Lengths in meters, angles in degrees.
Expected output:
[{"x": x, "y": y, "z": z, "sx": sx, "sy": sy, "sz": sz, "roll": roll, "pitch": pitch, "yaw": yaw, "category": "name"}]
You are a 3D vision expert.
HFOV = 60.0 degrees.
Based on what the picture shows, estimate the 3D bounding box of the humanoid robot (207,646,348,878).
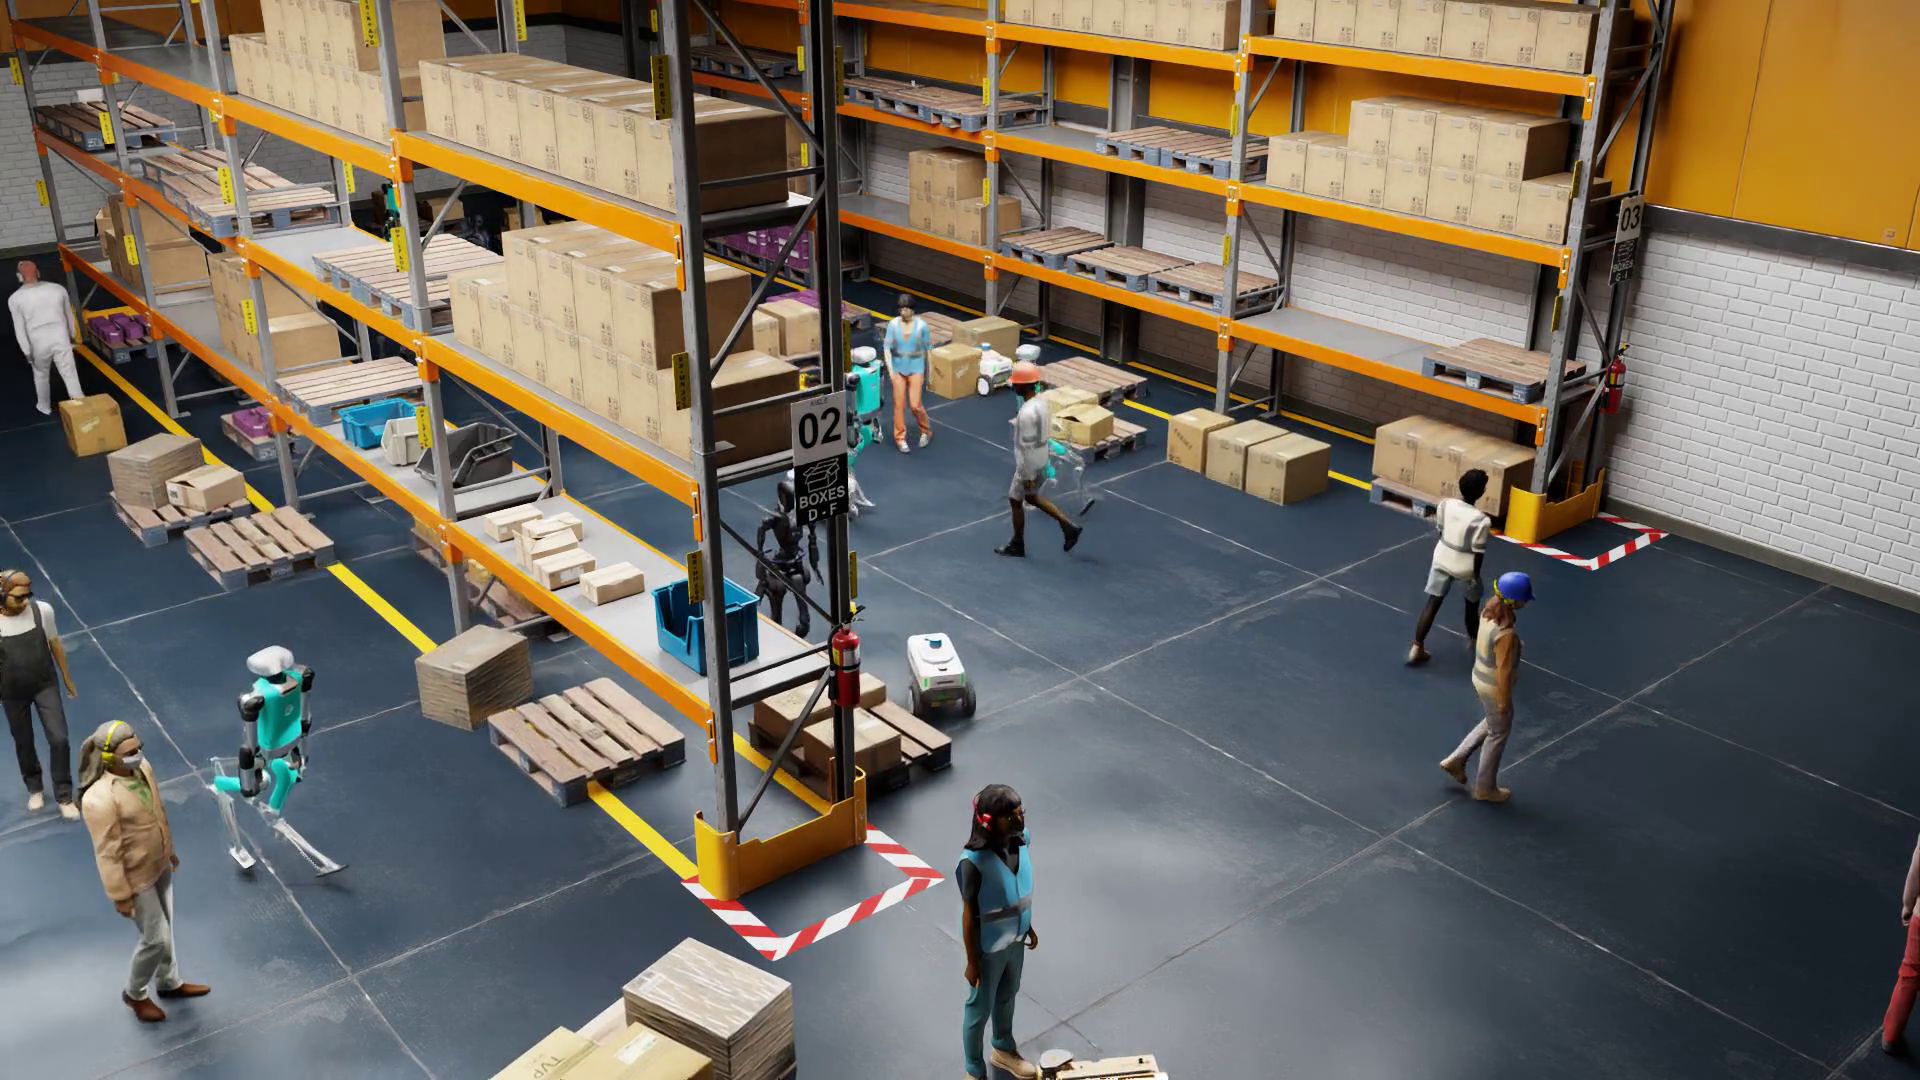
[{"x": -4.476, "y": 1.425, "z": 10.556, "sx": 1.097, "sy": 1.718, "sz": 0.530, "roll": 11, "pitch": 26, "yaw": 23, "category": "humanoid robot"}]

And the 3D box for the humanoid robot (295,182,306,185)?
[{"x": -9.294, "y": -4.163, "z": 23.498, "sx": 0.548, "sy": 1.831, "sz": 0.758, "roll": -20, "pitch": 31, "yaw": -39, "category": "humanoid robot"}]

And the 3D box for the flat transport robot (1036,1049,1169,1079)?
[{"x": 0.837, "y": 3.117, "z": 8.426, "sx": 0.659, "sy": 0.231, "sz": 1.431, "roll": -3, "pitch": 24, "yaw": -7, "category": "flat transport robot"}]

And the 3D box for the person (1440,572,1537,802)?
[{"x": 3.681, "y": 0.998, "z": 11.444, "sx": 0.421, "sy": 1.752, "sz": 0.503, "roll": -1, "pitch": 23, "yaw": -2, "category": "person"}]

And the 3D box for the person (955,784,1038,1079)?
[{"x": 0.194, "y": 2.110, "z": 8.744, "sx": 0.391, "sy": 1.866, "sz": 0.519, "roll": 19, "pitch": 30, "yaw": 37, "category": "person"}]

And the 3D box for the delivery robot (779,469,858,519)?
[{"x": -1.383, "y": -0.485, "z": 16.428, "sx": 0.816, "sy": 0.612, "sz": 0.499, "roll": 19, "pitch": 30, "yaw": 37, "category": "delivery robot"}]

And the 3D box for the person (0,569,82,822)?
[{"x": -6.272, "y": 1.068, "z": 11.219, "sx": 0.577, "sy": 1.806, "sz": 0.765, "roll": -16, "pitch": 28, "yaw": -33, "category": "person"}]

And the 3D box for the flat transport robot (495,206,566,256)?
[{"x": -6.504, "y": -4.399, "z": 25.829, "sx": 0.659, "sy": 0.231, "sz": 1.431, "roll": -10, "pitch": 25, "yaw": -21, "category": "flat transport robot"}]

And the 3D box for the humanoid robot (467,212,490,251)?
[{"x": -6.307, "y": -3.522, "z": 22.052, "sx": 0.685, "sy": 1.639, "sz": 0.600, "roll": 5, "pitch": 24, "yaw": 12, "category": "humanoid robot"}]

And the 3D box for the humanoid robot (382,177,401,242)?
[{"x": -8.202, "y": -4.397, "z": 23.926, "sx": 0.539, "sy": 1.734, "sz": 0.763, "roll": 14, "pitch": 27, "yaw": 29, "category": "humanoid robot"}]

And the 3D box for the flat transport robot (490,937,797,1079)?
[{"x": -1.623, "y": 3.071, "z": 8.533, "sx": 1.431, "sy": 0.231, "sz": 0.659, "roll": 15, "pitch": 27, "yaw": 30, "category": "flat transport robot"}]

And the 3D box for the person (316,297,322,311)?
[{"x": -8.260, "y": -3.006, "z": 20.770, "sx": 0.568, "sy": 1.721, "sz": 0.827, "roll": -17, "pitch": 29, "yaw": -35, "category": "person"}]

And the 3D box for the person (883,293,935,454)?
[{"x": -0.580, "y": -1.788, "z": 17.950, "sx": 0.512, "sy": 1.733, "sz": 0.514, "roll": 7, "pitch": 24, "yaw": 16, "category": "person"}]

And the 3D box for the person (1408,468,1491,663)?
[{"x": 4.014, "y": 0.205, "z": 13.428, "sx": 0.875, "sy": 1.650, "sz": 0.532, "roll": -17, "pitch": 29, "yaw": -35, "category": "person"}]

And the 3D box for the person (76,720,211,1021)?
[{"x": -4.620, "y": 1.849, "z": 9.352, "sx": 0.426, "sy": 1.867, "sz": 0.566, "roll": 0, "pitch": 23, "yaw": 1, "category": "person"}]

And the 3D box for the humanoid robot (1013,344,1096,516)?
[{"x": 0.981, "y": -1.018, "z": 16.196, "sx": 0.986, "sy": 1.764, "sz": 0.561, "roll": 6, "pitch": 24, "yaw": 14, "category": "humanoid robot"}]

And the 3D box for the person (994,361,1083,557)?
[{"x": 0.721, "y": -0.712, "z": 15.234, "sx": 0.745, "sy": 1.912, "sz": 0.559, "roll": 7, "pitch": 24, "yaw": 16, "category": "person"}]

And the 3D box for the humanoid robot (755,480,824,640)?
[{"x": -1.380, "y": 0.251, "z": 13.294, "sx": 0.614, "sy": 1.630, "sz": 0.438, "roll": -17, "pitch": 28, "yaw": -34, "category": "humanoid robot"}]

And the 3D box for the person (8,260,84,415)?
[{"x": -10.338, "y": -2.252, "z": 18.863, "sx": 0.652, "sy": 1.855, "sz": 1.003, "roll": -19, "pitch": 30, "yaw": -37, "category": "person"}]

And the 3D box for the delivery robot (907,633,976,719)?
[{"x": -0.183, "y": 1.039, "z": 12.901, "sx": 0.499, "sy": 0.614, "sz": 0.815, "roll": -5, "pitch": 24, "yaw": -11, "category": "delivery robot"}]

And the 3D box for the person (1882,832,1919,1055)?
[{"x": 5.370, "y": 2.064, "z": 9.001, "sx": 0.369, "sy": 1.752, "sz": 0.516, "roll": -19, "pitch": 30, "yaw": -37, "category": "person"}]

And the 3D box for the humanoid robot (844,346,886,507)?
[{"x": -1.082, "y": -1.001, "z": 16.261, "sx": 0.714, "sy": 1.912, "sz": 0.569, "roll": 16, "pitch": 28, "yaw": 32, "category": "humanoid robot"}]

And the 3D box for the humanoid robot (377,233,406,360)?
[{"x": -7.201, "y": -3.023, "z": 20.874, "sx": 0.608, "sy": 1.643, "sz": 0.394, "roll": -12, "pitch": 26, "yaw": -25, "category": "humanoid robot"}]

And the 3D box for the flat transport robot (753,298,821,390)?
[{"x": -2.356, "y": -2.010, "z": 20.297, "sx": 0.659, "sy": 0.231, "sz": 1.431, "roll": -16, "pitch": 28, "yaw": -33, "category": "flat transport robot"}]

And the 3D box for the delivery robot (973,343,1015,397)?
[{"x": 0.319, "y": -2.080, "z": 20.078, "sx": 0.499, "sy": 0.578, "sz": 0.764, "roll": -18, "pitch": 29, "yaw": -36, "category": "delivery robot"}]
